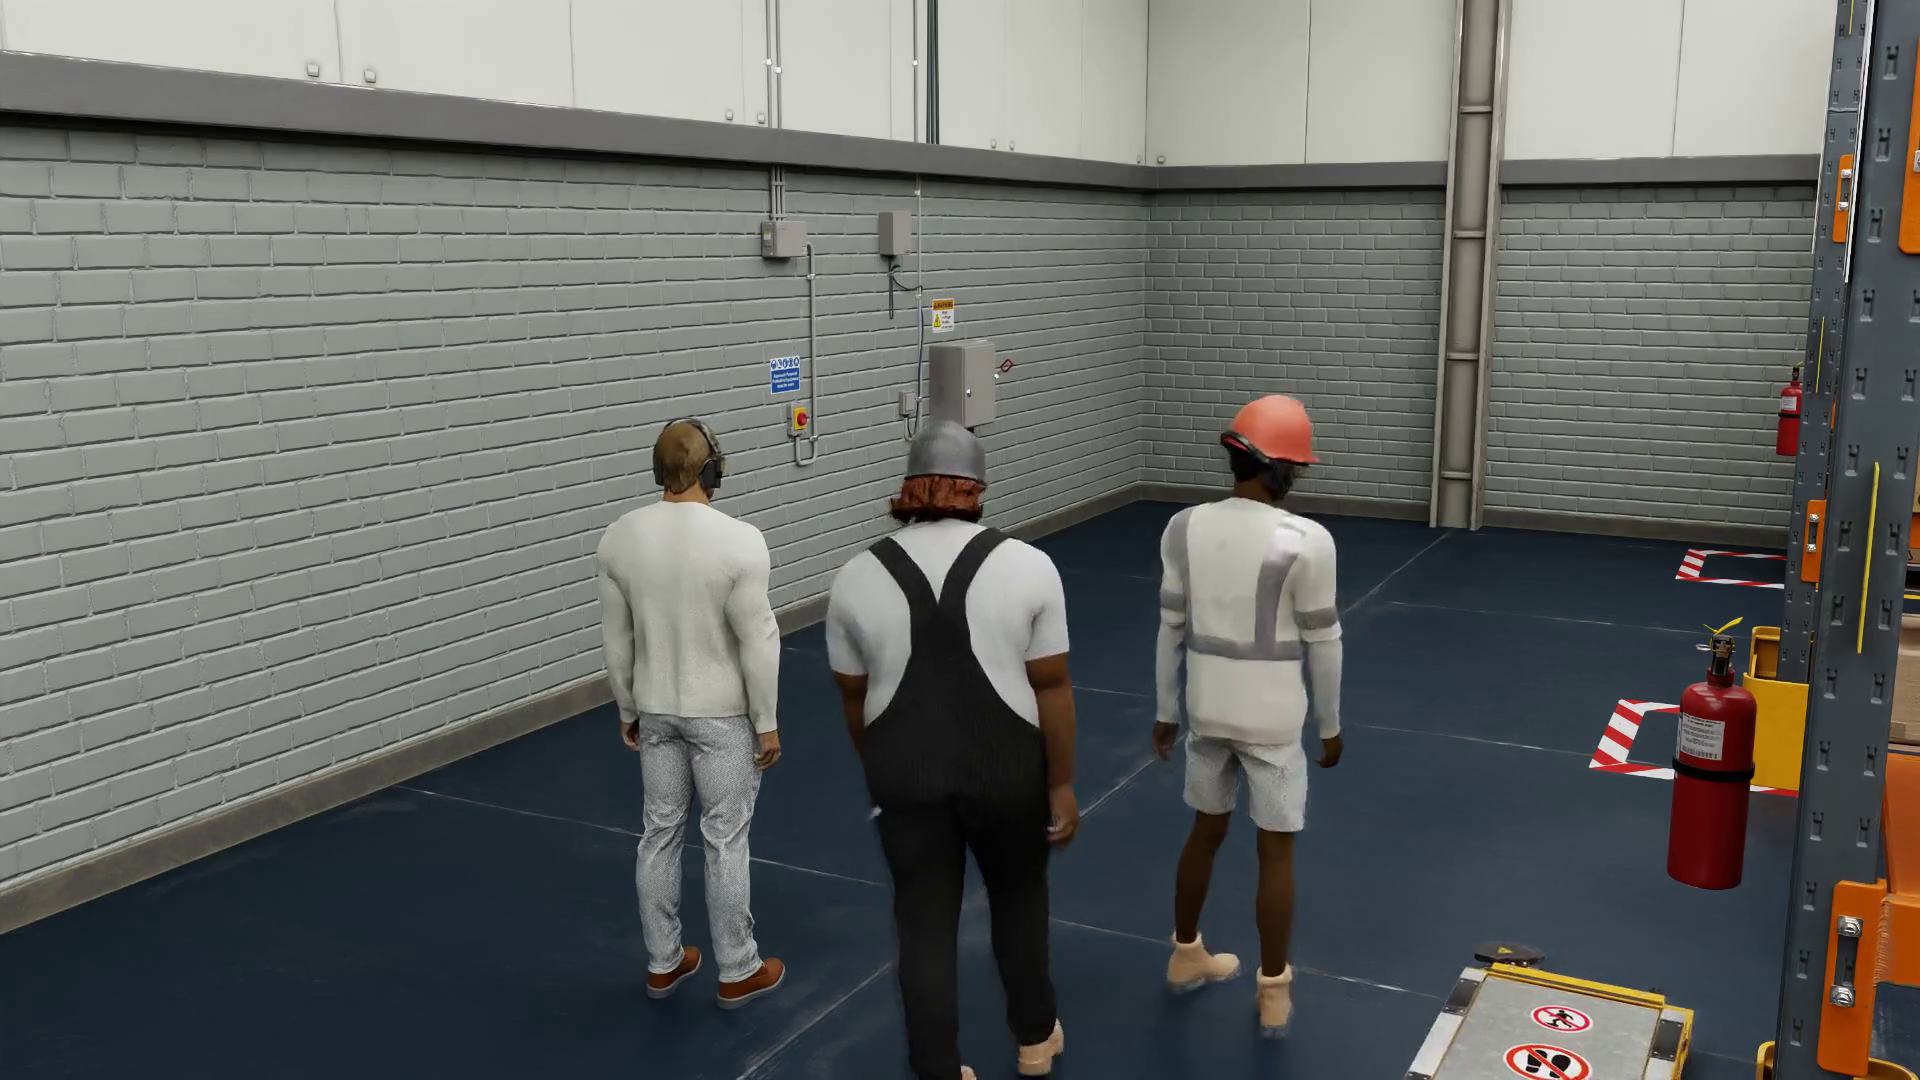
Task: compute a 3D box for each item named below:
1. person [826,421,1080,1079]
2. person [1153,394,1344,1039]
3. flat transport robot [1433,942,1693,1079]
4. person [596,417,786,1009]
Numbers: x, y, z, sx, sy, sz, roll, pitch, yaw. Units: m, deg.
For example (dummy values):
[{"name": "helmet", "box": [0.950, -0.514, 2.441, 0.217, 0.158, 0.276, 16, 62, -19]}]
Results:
[{"name": "person", "box": [0.000, 0.625, 4.838, 0.736, 2.000, 0.806, 1, 10, 7]}, {"name": "person", "box": [0.918, 0.547, 5.305, 0.621, 2.024, 0.424, 10, 14, 43]}, {"name": "flat transport robot", "box": [1.662, 1.533, 4.711, 0.652, 0.197, 1.431, 6, 12, 28]}, {"name": "person", "box": [-0.864, 0.567, 5.430, 0.627, 1.940, 0.372, 4, 11, 21]}]
